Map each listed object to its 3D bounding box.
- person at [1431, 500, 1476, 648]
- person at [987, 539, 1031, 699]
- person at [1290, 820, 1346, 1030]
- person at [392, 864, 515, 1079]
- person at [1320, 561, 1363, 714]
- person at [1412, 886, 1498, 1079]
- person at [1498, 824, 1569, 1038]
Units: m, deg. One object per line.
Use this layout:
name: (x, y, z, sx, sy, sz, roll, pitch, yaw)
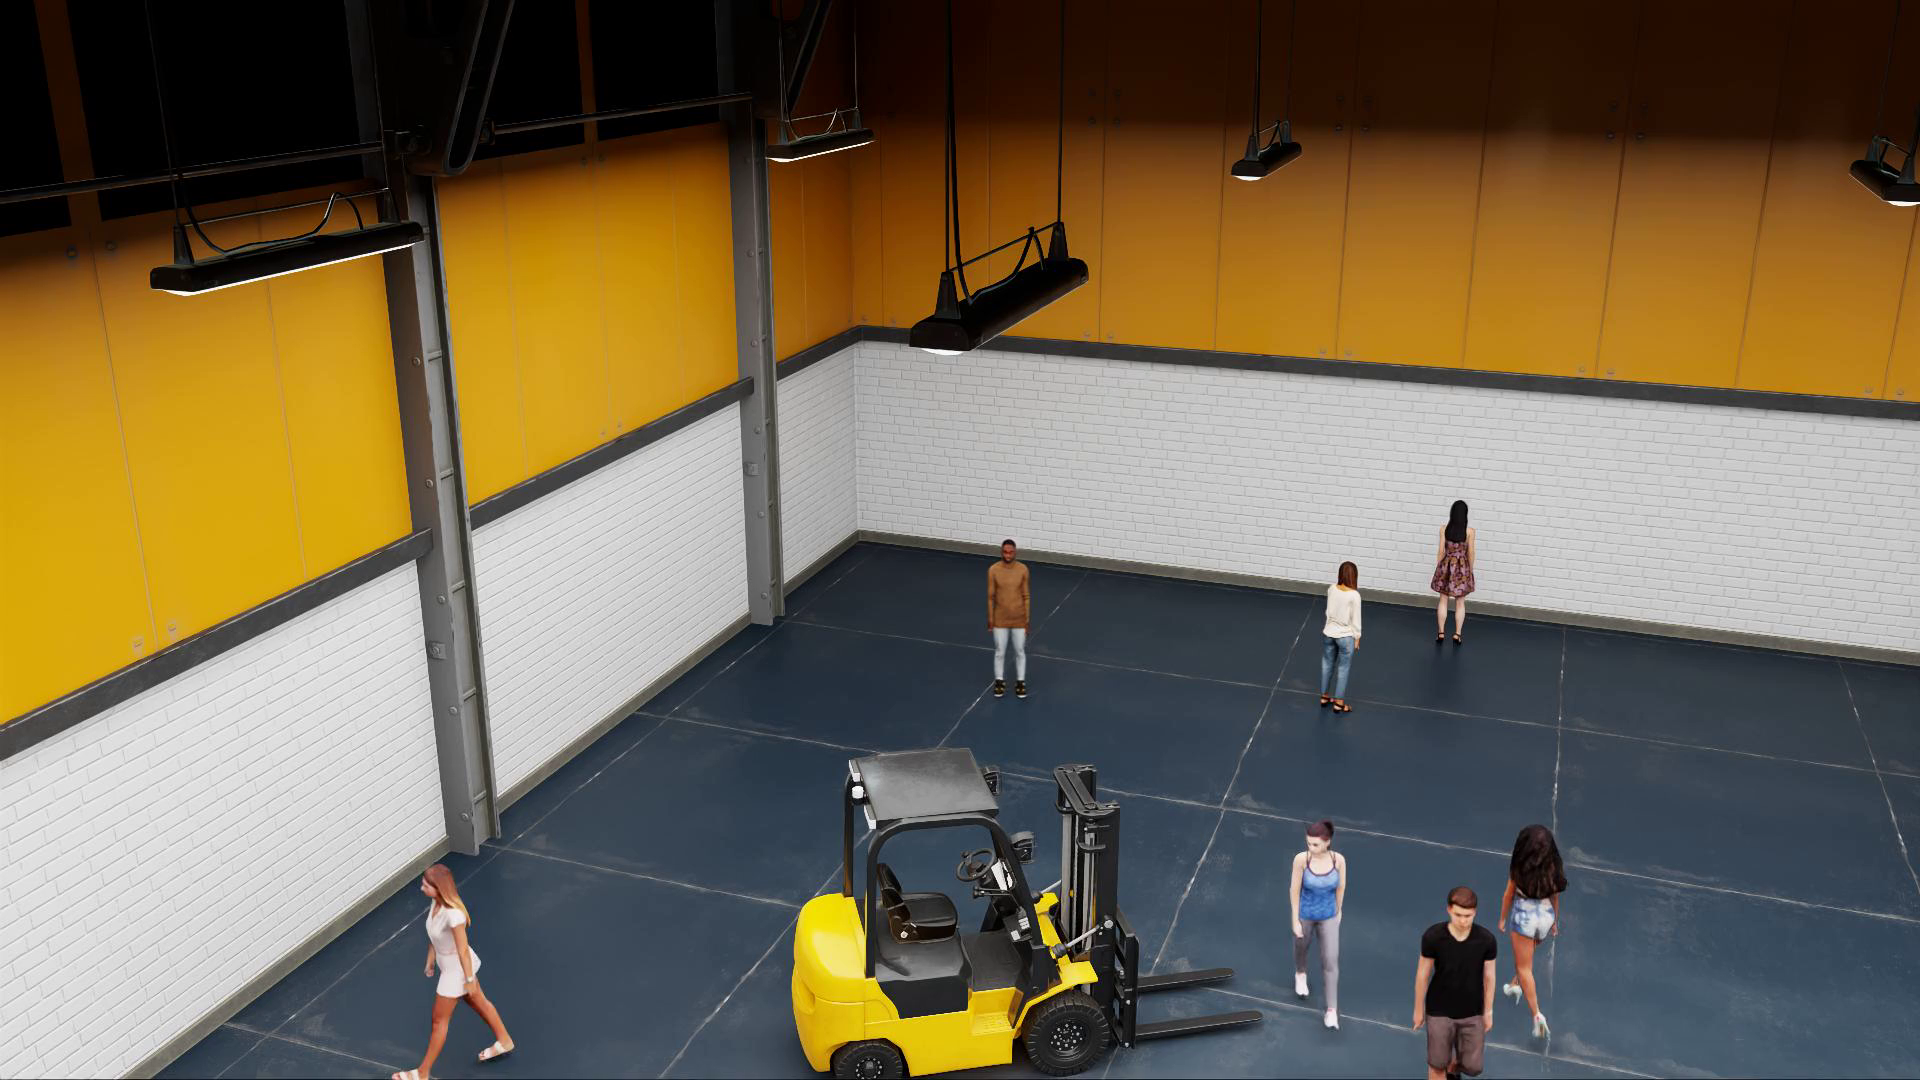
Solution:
person: (5.787, 0.389, 19.475, 0.653, 1.776, 0.654, 6, 20, 17)
person: (0.541, 0.839, 18.082, 0.687, 1.813, 0.663, 0, 19, 0)
person: (2.673, 2.820, 12.586, 0.748, 1.566, 1.087, 1, 19, 3)
person: (-3.493, 3.041, 11.805, 1.156, 1.645, 1.034, -11, 21, -29)
person: (4.051, 1.025, 17.744, 0.724, 1.676, 0.707, -14, 23, -35)
person: (3.344, 3.120, 11.251, 0.758, 1.850, 0.892, 3, 19, 10)
person: (4.246, 2.904, 12.292, 0.901, 1.595, 1.105, -3, 19, -10)
